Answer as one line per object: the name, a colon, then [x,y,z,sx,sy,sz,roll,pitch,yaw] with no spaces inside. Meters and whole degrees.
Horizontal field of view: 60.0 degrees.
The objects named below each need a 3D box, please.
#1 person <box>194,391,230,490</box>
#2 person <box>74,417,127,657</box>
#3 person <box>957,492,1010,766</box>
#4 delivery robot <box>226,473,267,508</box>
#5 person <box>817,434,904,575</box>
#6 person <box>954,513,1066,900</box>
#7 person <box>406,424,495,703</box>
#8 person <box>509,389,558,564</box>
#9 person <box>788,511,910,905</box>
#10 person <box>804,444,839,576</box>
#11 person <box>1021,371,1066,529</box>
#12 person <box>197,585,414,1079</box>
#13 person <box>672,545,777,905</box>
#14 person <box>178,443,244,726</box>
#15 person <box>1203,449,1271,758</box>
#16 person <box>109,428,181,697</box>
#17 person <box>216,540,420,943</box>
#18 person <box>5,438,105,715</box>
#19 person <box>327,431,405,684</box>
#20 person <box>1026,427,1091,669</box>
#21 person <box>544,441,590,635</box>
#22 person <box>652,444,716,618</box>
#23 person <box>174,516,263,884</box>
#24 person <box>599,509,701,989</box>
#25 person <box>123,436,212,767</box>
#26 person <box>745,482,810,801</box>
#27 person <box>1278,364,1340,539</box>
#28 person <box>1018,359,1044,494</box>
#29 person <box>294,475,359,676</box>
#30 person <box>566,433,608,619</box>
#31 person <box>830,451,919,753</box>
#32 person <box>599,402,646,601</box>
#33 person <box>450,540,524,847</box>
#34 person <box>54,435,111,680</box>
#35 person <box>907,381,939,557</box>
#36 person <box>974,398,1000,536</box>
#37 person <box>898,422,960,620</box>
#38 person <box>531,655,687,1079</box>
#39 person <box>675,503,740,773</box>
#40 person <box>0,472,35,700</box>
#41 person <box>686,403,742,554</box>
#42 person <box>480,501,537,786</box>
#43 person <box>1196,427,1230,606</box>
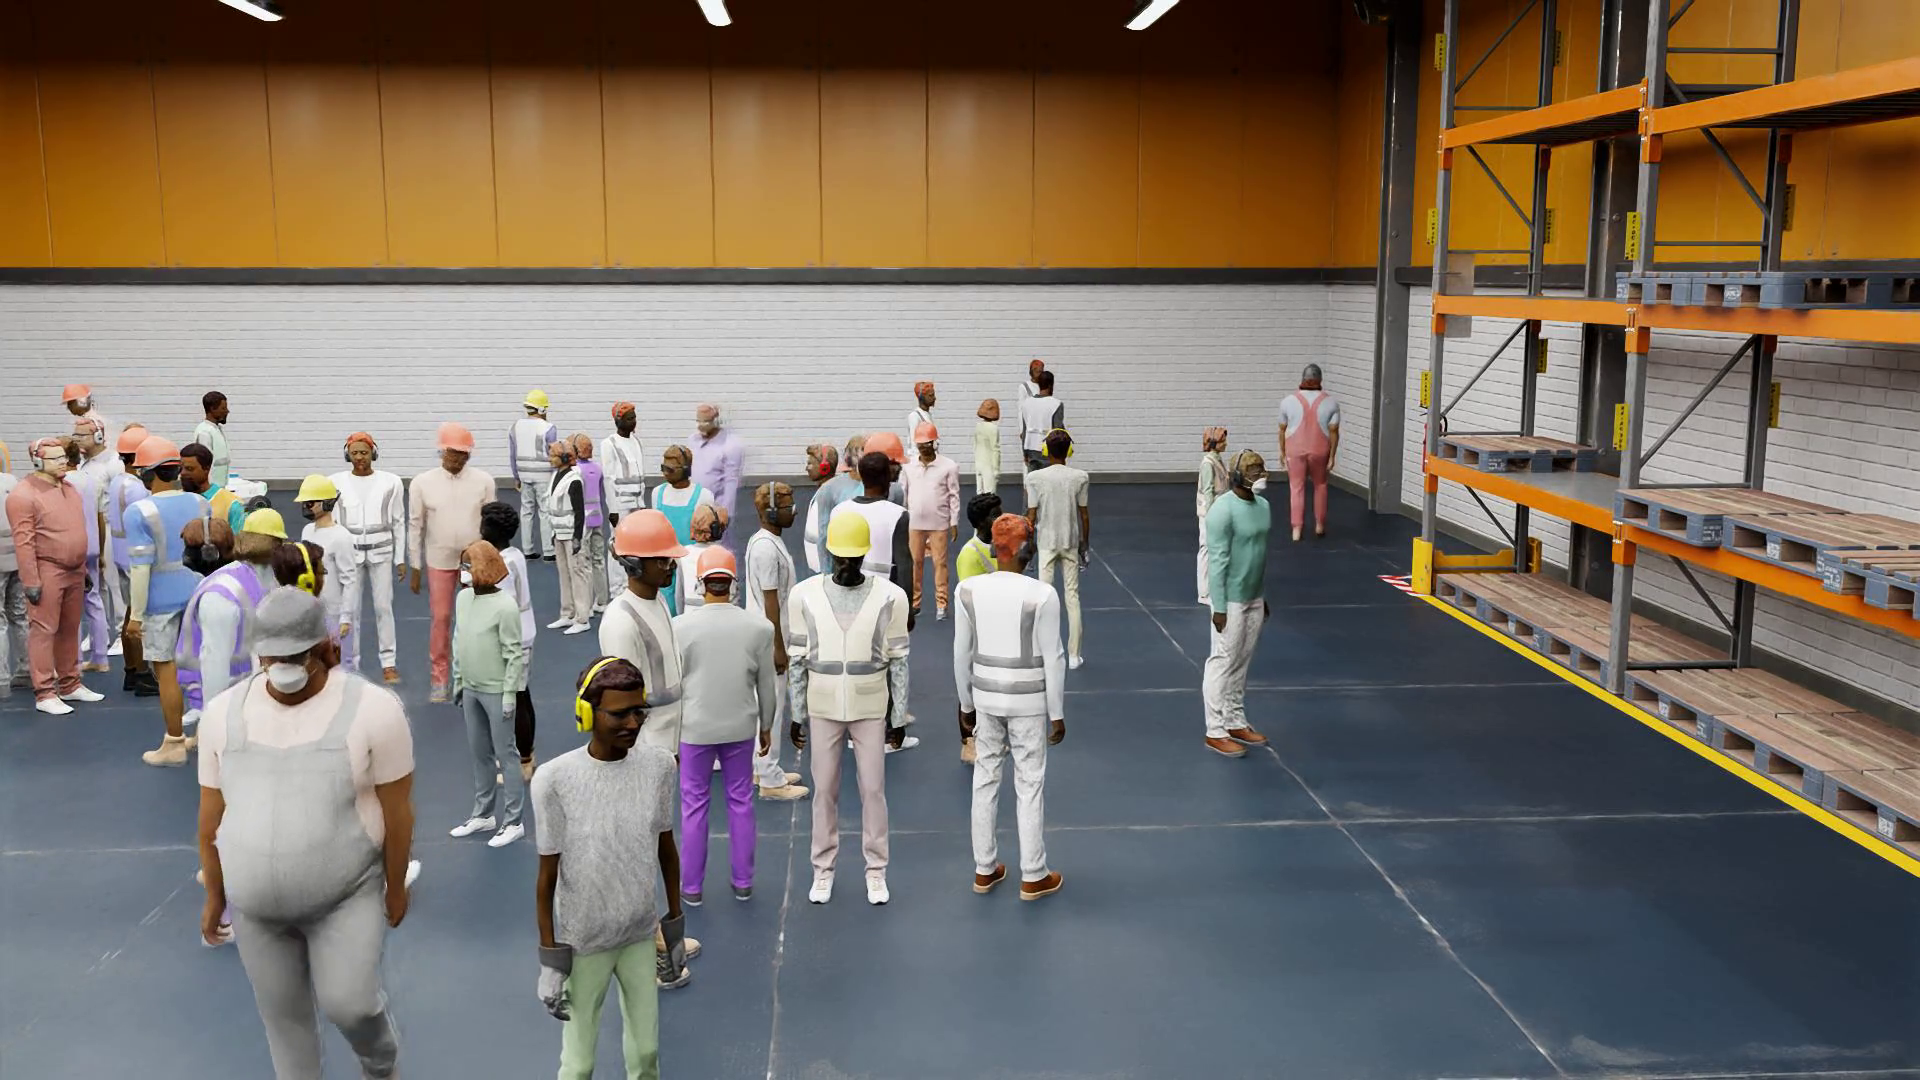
person: [-7.250,-0.488,16.140,0.387,1.910,0.593,-2,9,-13]
person: [-6.874,-0.029,13.261,0.641,1.908,0.407,4,10,23]
person: [0.146,0.545,10.312,0.320,1.697,0.531,3,10,18]
delivery robot: [-9.059,-0.598,20.769,0.707,0.478,0.477,-7,11,-36]
person: [-0.677,0.231,11.532,0.628,1.940,0.373,-3,10,-20]
person: [0.249,0.805,8.085,0.574,1.887,0.355,5,10,27]
person: [-3.635,0.155,11.934,0.663,1.978,0.500,-5,10,-29]
person: [-4.428,-0.662,17.469,0.599,1.830,0.403,4,10,24]
person: [-0.532,0.806,7.990,0.586,1.918,0.395,0,9,1]
person: [-0.923,0.235,11.789,0.380,1.845,0.570,-2,9,-11]
person: [0.961,-1.032,19.583,0.589,1.908,0.412,8,12,42]
person: [-2.208,1.128,5.573,0.684,2.000,0.538,0,9,-2]
person: [-1.171,0.888,8.035,0.577,1.736,0.355,-4,10,-23]
person: [-5.028,0.302,11.137,0.596,1.920,0.373,3,9,18]
person: [1.774,0.385,10.559,0.377,1.940,0.629,7,12,38]
person: [-5.898,0.156,12.005,0.373,1.934,0.551,-8,12,-41]
person: [-3.063,0.907,7.705,0.532,1.820,1.001,7,11,37]
person: [-6.274,0.239,11.574,0.407,1.910,0.640,1,9,6]
person: [-4.381,0.141,12.268,0.574,1.882,0.356,-3,10,-19]
person: [0.750,0.068,12.770,0.509,1.872,0.329,-1,9,-4]
person: [-3.319,-0.024,14.064,0.314,1.640,0.516,-7,11,-36]
person: [-1.978,0.233,11.825,0.507,1.840,0.344,3,10,18]
person: [-3.690,0.790,8.347,0.429,1.837,0.627,-2,9,-13]
person: [-1.322,0.879,7.132,0.377,2.044,0.608,0,9,2]
person: [-4.895,0.378,10.276,0.380,2.041,0.616,4,10,21]
person: [-1.073,0.579,9.634,0.344,1.847,0.504,-2,9,-12]
person: [4.030,-1.052,19.264,0.691,2.000,0.870,2,9,11]
person: [1.040,-1.540,22.852,0.589,1.878,0.372,-8,12,-41]
person: [-4.051,0.460,10.632,0.523,1.769,0.313,7,11,36]
person: [-3.316,-0.122,14.680,0.311,1.638,0.523,4,10,22]
person: [-0.553,0.394,10.563,0.587,1.920,0.394,6,11,32]
person: [-3.033,-0.313,15.121,0.355,1.882,0.576,3,10,18]
person: [-2.524,0.808,8.859,0.500,1.633,0.283,7,11,35]
person: [-6.635,0.132,12.481,0.346,1.836,0.518,3,10,19]
person: [-0.391,-0.771,17.992,0.355,1.883,0.573,2,9,13]
person: [0.319,-0.792,18.906,0.279,1.632,0.502,-4,10,-25]
person: [-0.287,-0.166,14.595,0.575,1.749,0.336,2,9,14]
person: [-1.095,1.272,5.246,0.517,1.860,0.324,-7,11,-36]
person: [-1.533,0.596,10.173,0.521,1.639,0.311,7,12,39]
person: [-6.906,0.173,11.893,0.416,1.940,0.607,1,9,6]
person: [-2.309,-0.292,15.011,0.661,1.870,0.792,6,11,33]
person: [-2.691,0.611,9.898,0.321,1.695,0.537,-1,9,-6]
person: [2.322,-0.220,15.294,0.308,1.641,0.514,3,9,16]
